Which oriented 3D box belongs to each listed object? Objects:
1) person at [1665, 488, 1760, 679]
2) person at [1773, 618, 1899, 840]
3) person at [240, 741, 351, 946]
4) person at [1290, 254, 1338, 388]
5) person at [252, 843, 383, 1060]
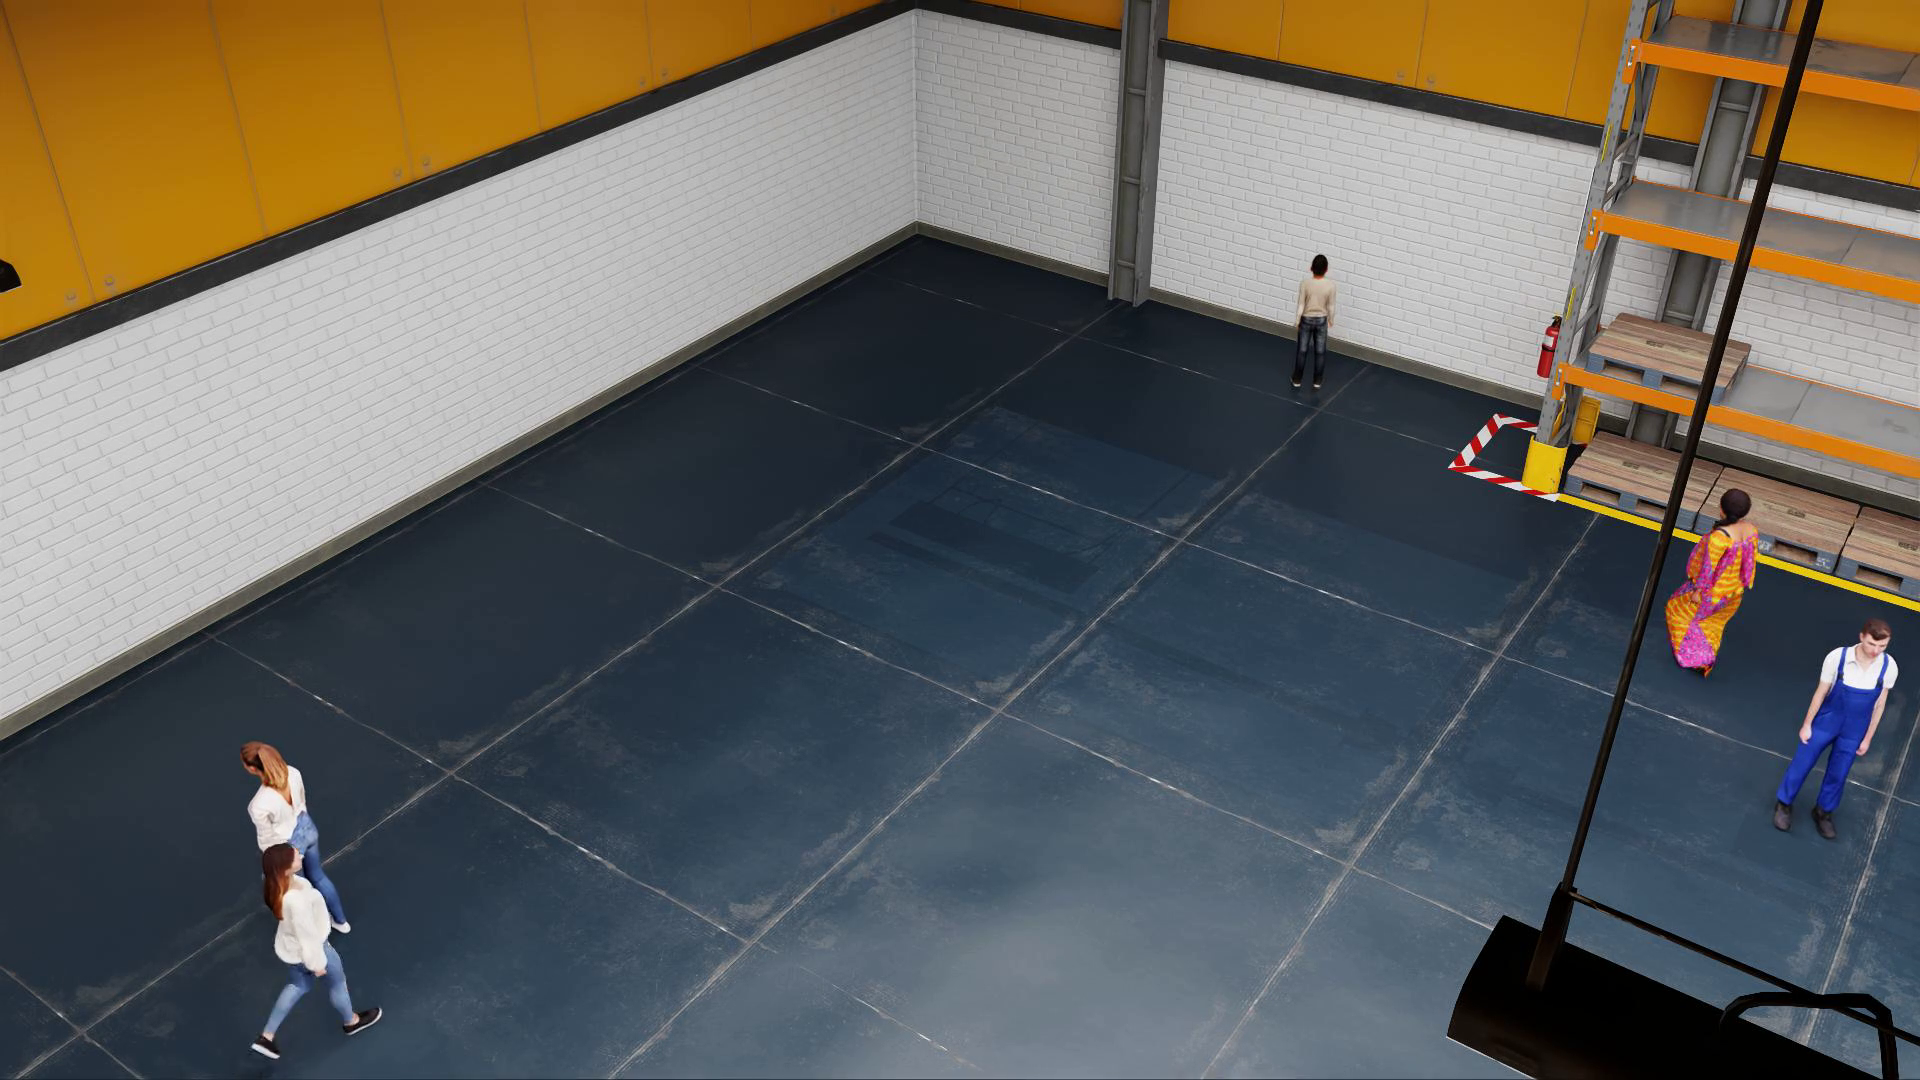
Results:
[{"bbox_3d":[6.044,0.368,13.228,0.803,1.657,0.858,-19,38,-26],"label":"person"},{"bbox_3d":[6.180,1.285,11.675,0.587,1.848,0.739,10,35,14],"label":"person"},{"bbox_3d":[-4.305,1.973,10.753,0.635,1.723,0.661,10,35,15],"label":"person"},{"bbox_3d":[3.698,-2.284,17.393,0.578,1.463,0.691,4,34,5],"label":"person"},{"bbox_3d":[-4.017,2.492,10.017,0.975,1.674,0.776,28,43,36],"label":"person"}]
